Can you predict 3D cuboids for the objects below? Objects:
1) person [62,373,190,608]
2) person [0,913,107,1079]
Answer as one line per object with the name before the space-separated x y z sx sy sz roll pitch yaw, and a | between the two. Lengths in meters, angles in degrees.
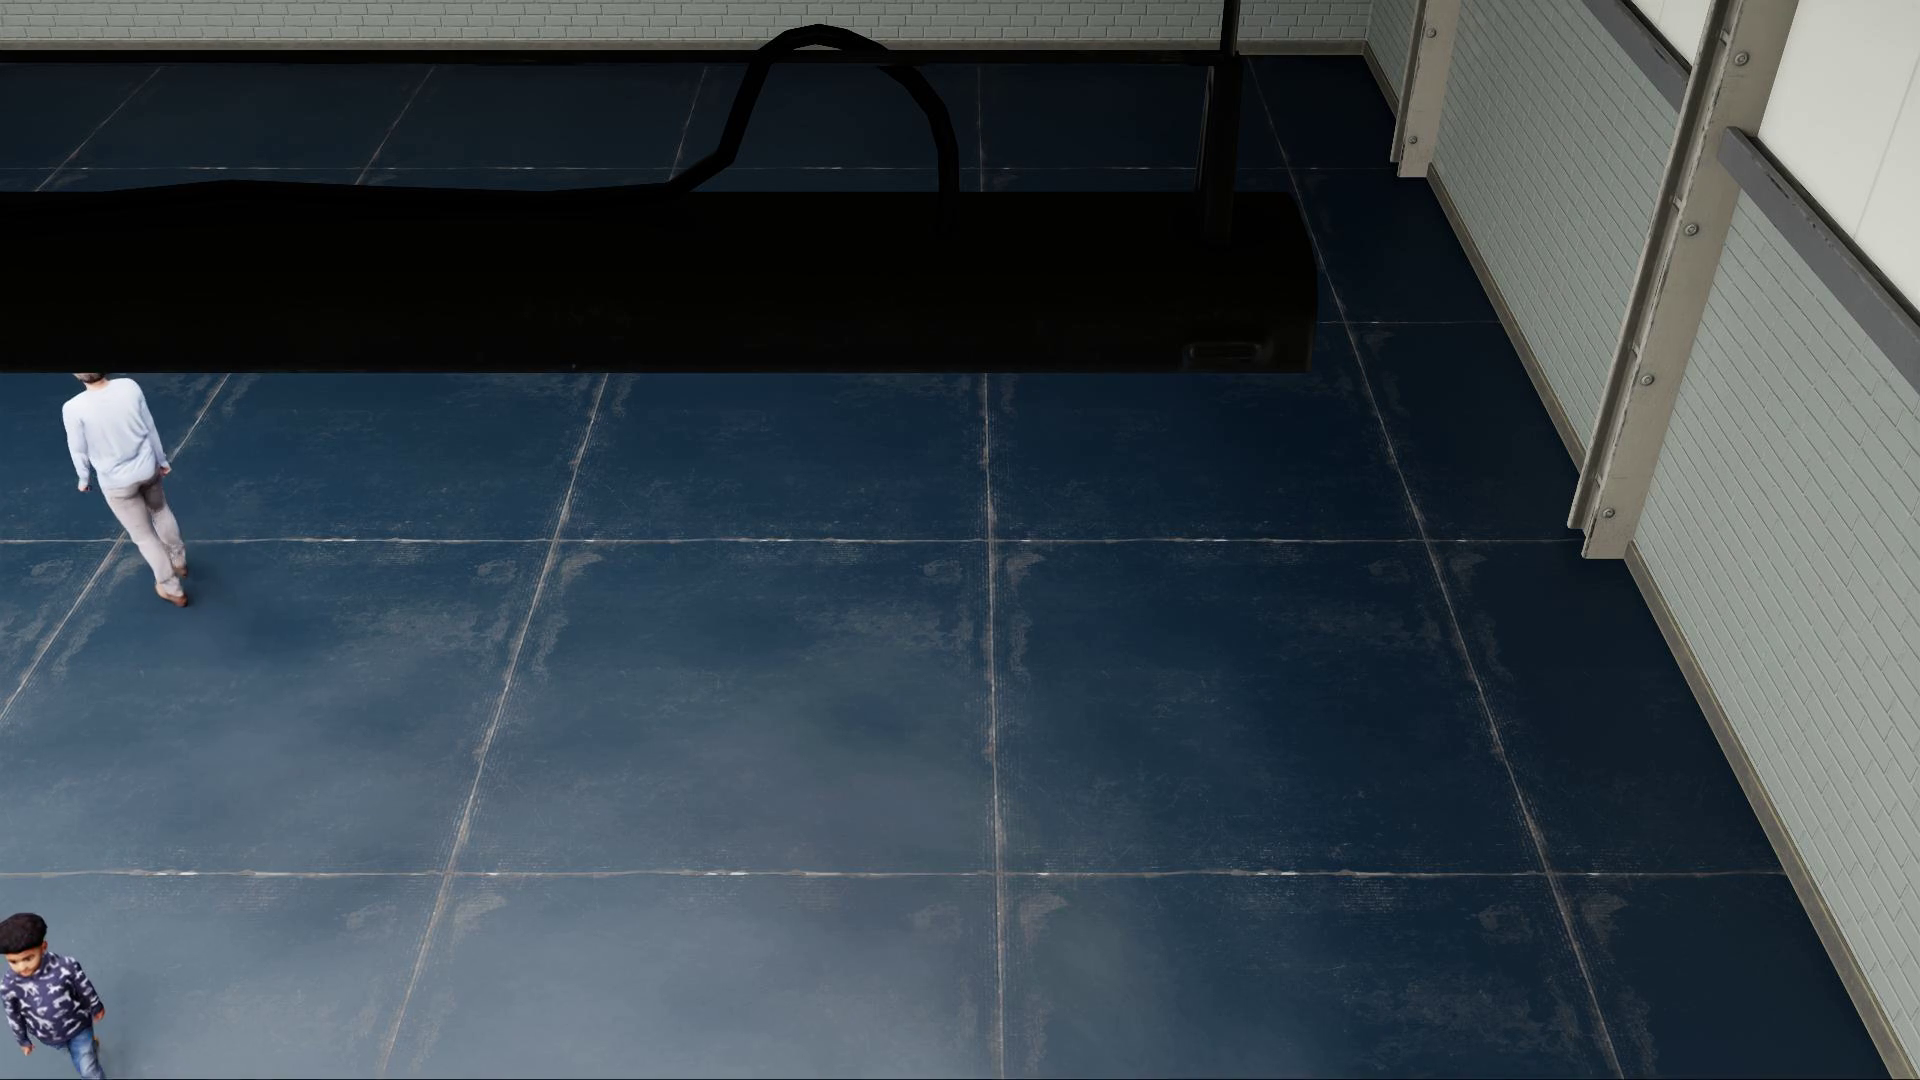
person | -5.141 -0.367 10.376 0.928 1.879 0.879 25 44 29
person | -4.125 2.142 7.614 0.697 1.226 0.923 -13 39 -16
